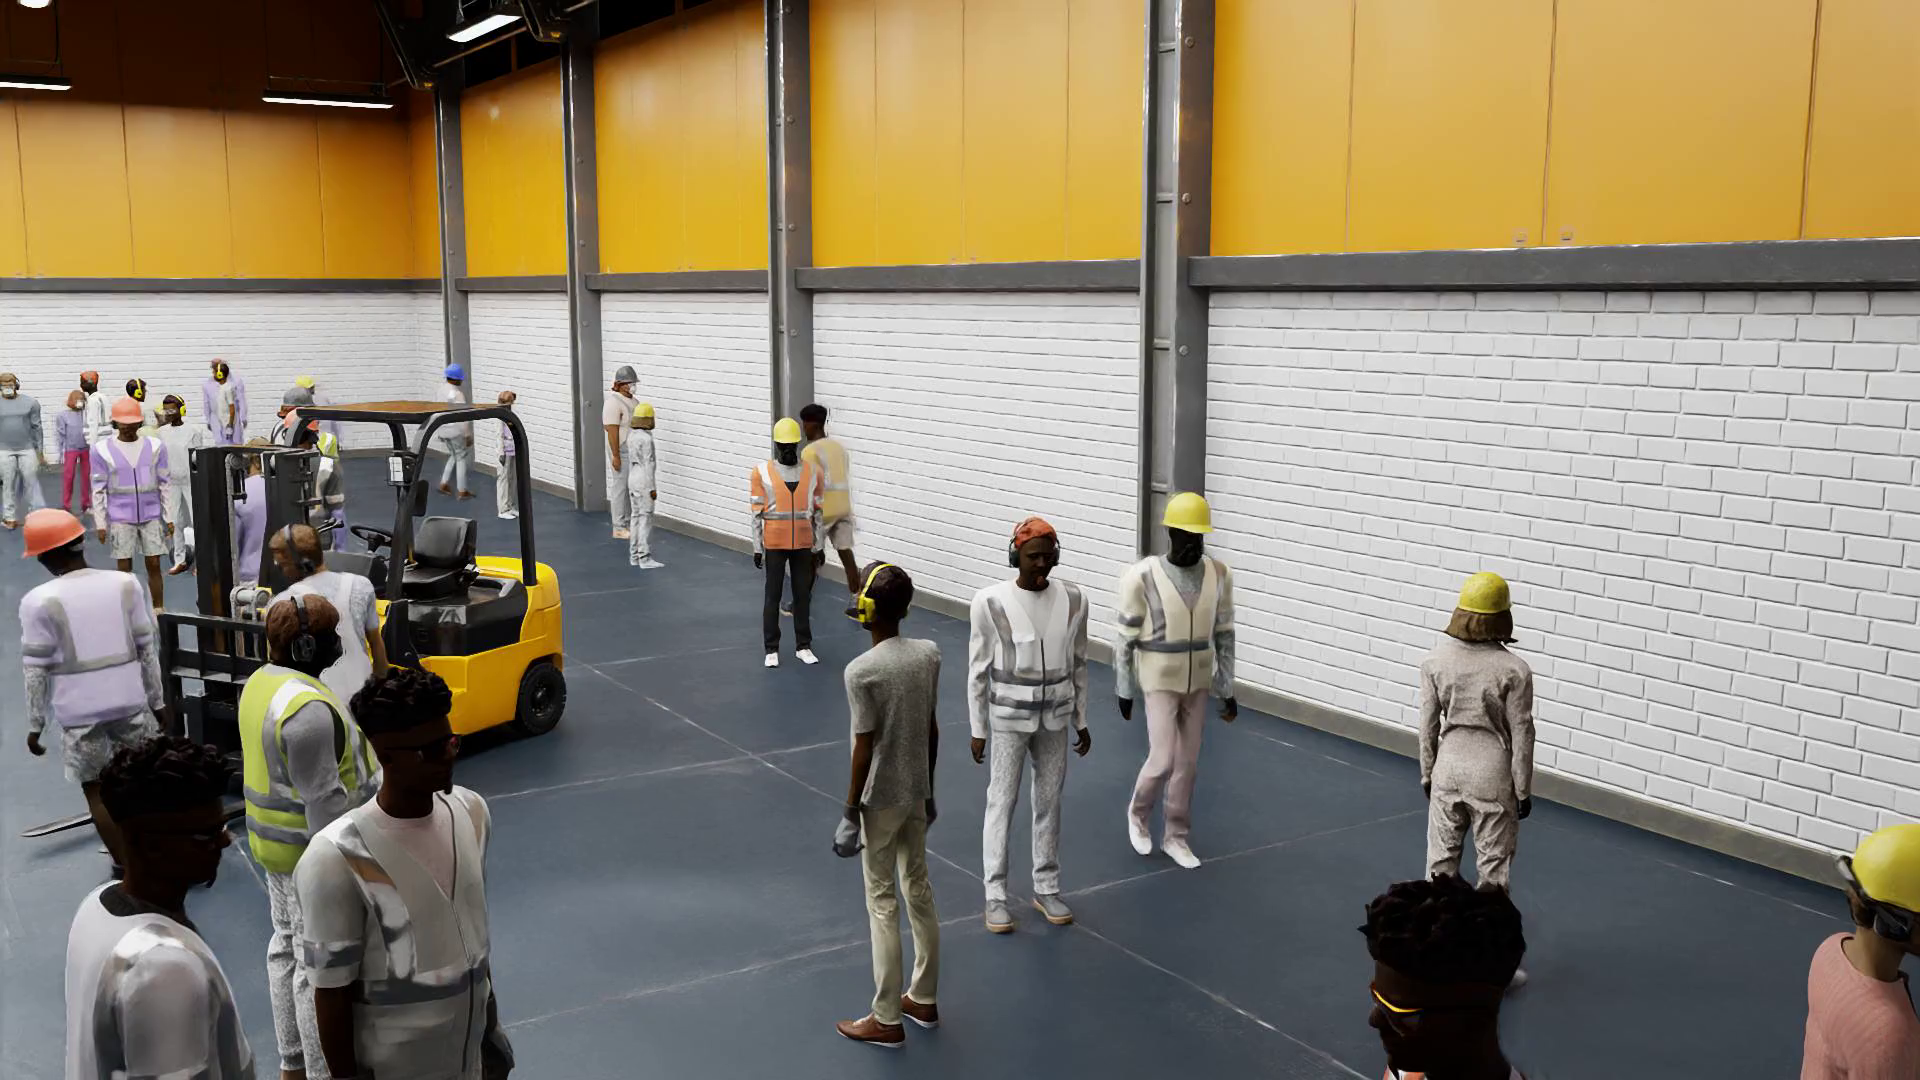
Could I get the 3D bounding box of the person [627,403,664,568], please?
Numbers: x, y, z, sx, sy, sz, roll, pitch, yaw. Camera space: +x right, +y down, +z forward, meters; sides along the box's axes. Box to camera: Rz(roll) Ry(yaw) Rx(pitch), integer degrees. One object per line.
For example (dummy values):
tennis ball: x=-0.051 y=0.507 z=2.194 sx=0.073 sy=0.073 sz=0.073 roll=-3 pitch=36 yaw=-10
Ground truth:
person: x=-3.318 y=-0.575 z=17.506 sx=0.333 sy=1.735 sz=0.489 roll=-6 pitch=10 yaw=-34

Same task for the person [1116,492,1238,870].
person: x=1.085 y=0.706 z=8.291 sx=0.596 sy=1.914 sz=0.449 roll=-3 pitch=9 yaw=-22

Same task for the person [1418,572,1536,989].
person: x=2.143 y=0.994 z=6.901 sx=0.484 sy=1.745 sz=0.297 roll=7 pitch=11 yaw=39

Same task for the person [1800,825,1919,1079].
person: x=1.999 y=1.470 z=3.673 sx=0.342 sy=1.754 sz=0.531 roll=2 pitch=9 yaw=15

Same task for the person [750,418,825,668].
person: x=-1.321 y=0.018 z=12.866 sx=0.588 sy=1.927 sz=0.370 roll=-3 pitch=9 yaw=-21

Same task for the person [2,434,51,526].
person: x=-11.462 y=-0.933 z=20.444 sx=0.856 sy=1.587 sz=0.505 roll=0 pitch=8 yaw=-1

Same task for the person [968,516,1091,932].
person: x=0.318 y=0.827 z=7.549 sx=0.584 sy=1.883 sz=0.337 roll=-3 pitch=9 yaw=-19

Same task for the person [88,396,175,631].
person: x=-6.913 y=-0.188 z=13.927 sx=0.611 sy=2.030 sz=0.410 roll=-7 pitch=11 yaw=-38

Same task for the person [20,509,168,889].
person: x=-4.072 y=0.781 z=7.845 sx=0.475 sy=1.890 sz=0.617 roll=7 pitch=11 yaw=41

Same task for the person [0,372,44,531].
person: x=-11.508 y=-1.077 z=20.252 sx=0.637 sy=1.930 sz=0.373 roll=-5 pitch=10 yaw=-31

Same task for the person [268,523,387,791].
person: x=-3.006 y=0.804 z=7.997 sx=0.557 sy=1.801 sz=0.446 roll=-7 pitch=11 yaw=-40

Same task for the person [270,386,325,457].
person: x=-6.136 y=-0.430 z=15.503 sx=0.537 sy=2.000 sz=0.692 roll=-5 pitch=10 yaw=-33

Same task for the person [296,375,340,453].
person: x=-8.687 y=-1.327 z=22.445 sx=0.876 sy=1.784 sz=0.603 roll=5 pitch=10 yaw=28

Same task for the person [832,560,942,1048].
person: x=-0.278 y=1.006 z=6.390 sx=0.327 sy=1.874 sz=0.517 roll=7 pitch=11 yaw=39

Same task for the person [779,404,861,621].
person: x=-1.211 y=-0.238 z=14.686 sx=0.821 sy=1.913 sz=0.655 roll=6 pitch=10 yaw=34

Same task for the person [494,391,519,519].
person: x=-5.790 y=-1.089 z=21.297 sx=0.306 sy=1.637 sz=0.523 roll=1 pitch=9 yaw=7

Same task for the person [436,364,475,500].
person: x=-7.033 y=-1.506 z=23.184 sx=0.636 sy=1.910 sz=0.454 roll=7 pitch=11 yaw=40

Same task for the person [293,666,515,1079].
person: x=-1.368 y=1.281 z=4.218 sx=0.363 sy=1.966 sz=0.600 roll=4 pitch=9 yaw=23

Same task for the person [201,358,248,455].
person: x=-11.484 y=-1.914 z=26.060 sx=0.682 sy=1.879 sz=0.700 roll=-1 pitch=9 yaw=-7

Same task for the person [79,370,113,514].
person: x=-11.276 y=-1.274 z=21.744 sx=0.358 sy=1.880 sz=0.575 roll=-2 pitch=9 yaw=-15

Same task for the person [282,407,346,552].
person: x=-4.916 y=0.022 z=12.500 sx=0.601 sy=2.035 sz=0.408 roll=-2 pitch=9 yaw=-11

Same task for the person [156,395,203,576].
person: x=-7.938 y=-0.556 z=16.975 sx=0.510 sy=1.861 sz=0.324 roll=1 pitch=8 yaw=4

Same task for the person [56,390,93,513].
person: x=-11.565 y=-1.144 z=21.739 sx=0.268 sy=1.619 sz=0.605 roll=8 pitch=12 yaw=43

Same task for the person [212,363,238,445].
person: x=-10.781 y=-1.665 z=24.415 sx=0.312 sy=1.865 sz=0.536 roll=-6 pitch=10 yaw=-33

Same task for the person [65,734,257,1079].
person: x=-1.692 y=1.378 z=3.566 sx=0.366 sy=1.963 sz=0.610 roll=-7 pitch=11 yaw=-39

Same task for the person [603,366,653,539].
person: x=-3.888 y=-1.044 z=19.638 sx=0.538 sy=2.000 sz=0.689 roll=2 pitch=9 yaw=13

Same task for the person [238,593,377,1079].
person: x=-2.272 y=1.099 z=5.867 sx=0.429 sy=1.845 sz=0.622 roll=-7 pitch=11 yaw=-39

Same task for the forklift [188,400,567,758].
forklift: x=-3.529 y=0.258 z=10.348 sx=1.214 sy=2.155 sz=2.313 roll=4 pitch=9 yaw=25

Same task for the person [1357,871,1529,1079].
person: x=0.818 y=1.503 z=2.762 sx=0.430 sy=1.948 sz=0.650 roll=-1 pitch=8 yaw=-7
